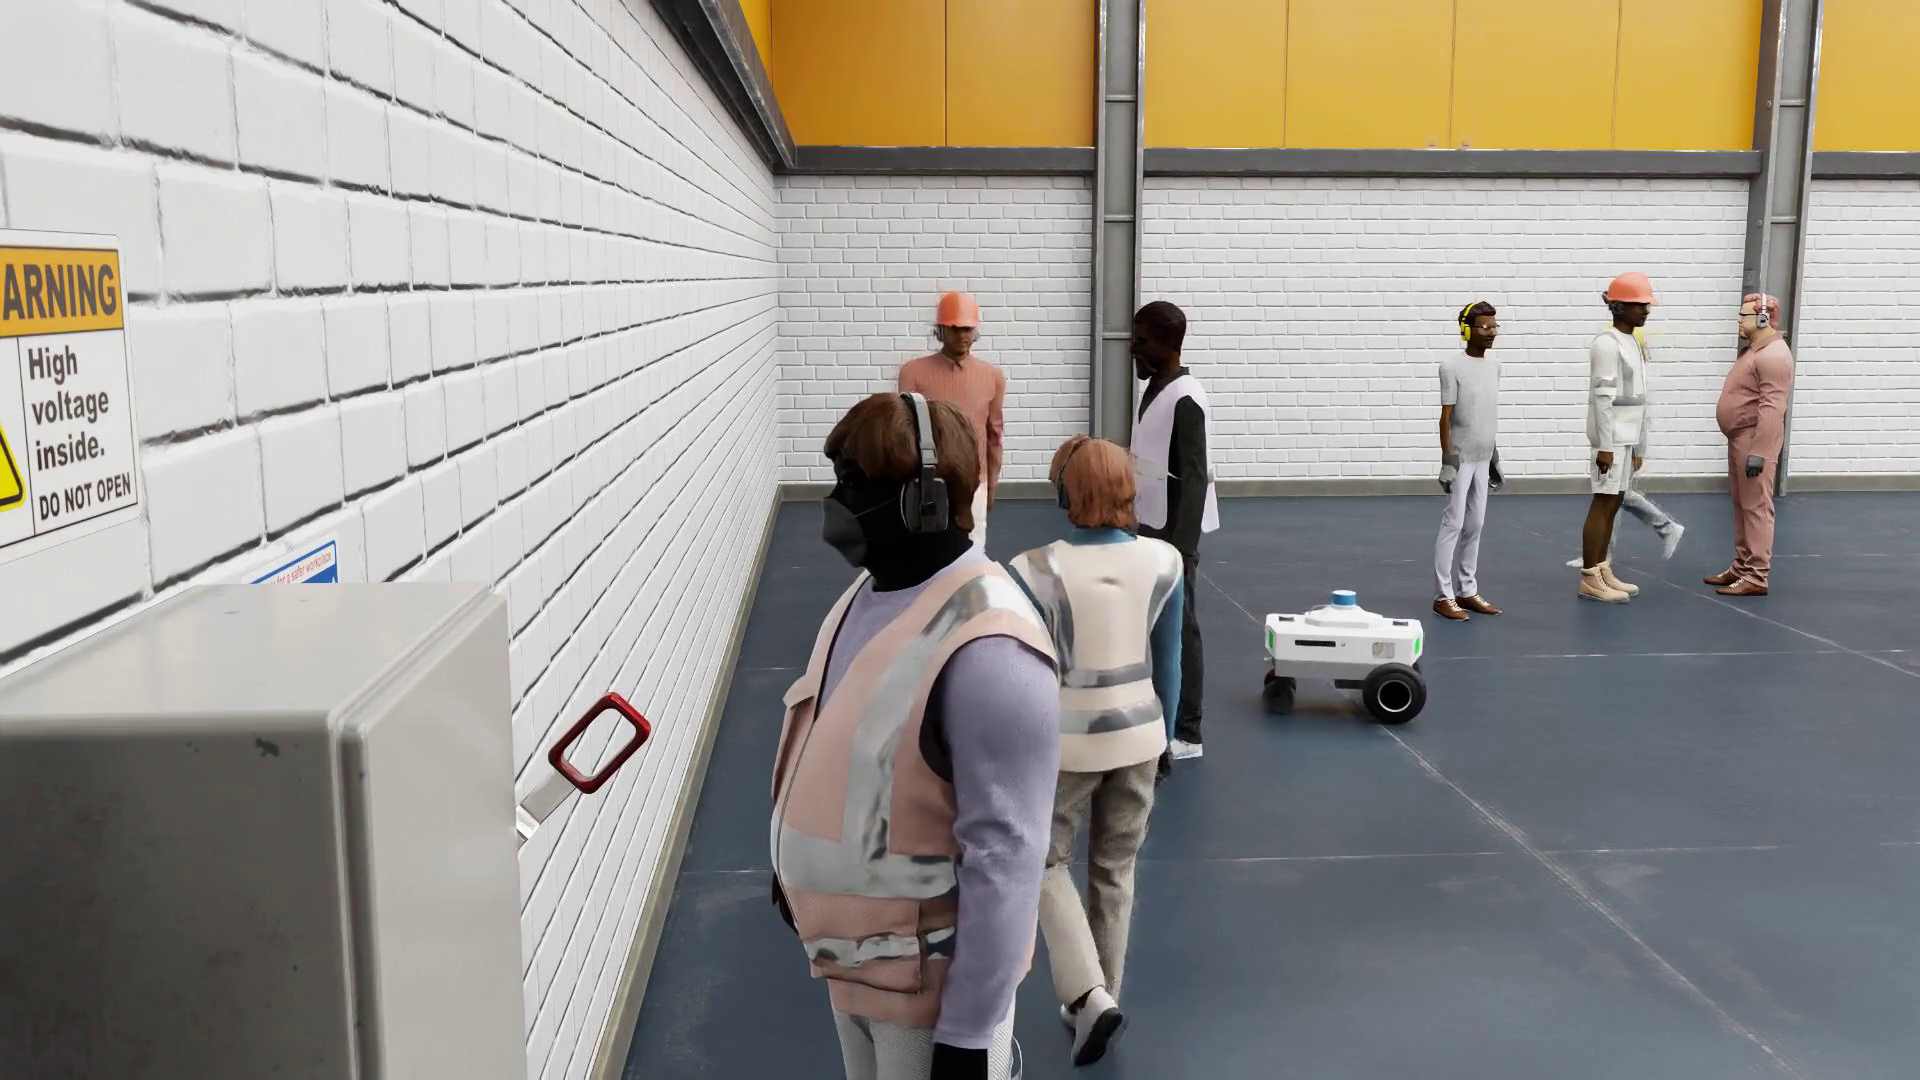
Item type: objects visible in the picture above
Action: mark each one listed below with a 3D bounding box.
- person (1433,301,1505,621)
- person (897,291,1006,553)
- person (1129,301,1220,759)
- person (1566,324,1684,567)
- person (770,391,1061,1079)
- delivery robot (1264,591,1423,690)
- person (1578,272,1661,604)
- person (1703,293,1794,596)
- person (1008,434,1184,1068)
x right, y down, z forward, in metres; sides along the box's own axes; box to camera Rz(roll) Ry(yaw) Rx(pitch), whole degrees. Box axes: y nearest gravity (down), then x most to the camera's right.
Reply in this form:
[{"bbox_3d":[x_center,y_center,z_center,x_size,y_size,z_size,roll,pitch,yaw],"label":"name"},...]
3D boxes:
[{"bbox_3d":[3.022,-0.466,9.818,0.513,1.872,0.328,-6,11,-35],"label":"person"},{"bbox_3d":[-0.060,-0.348,8.870,0.606,1.952,1.057,-1,9,-9],"label":"person"},{"bbox_3d":[0.878,-0.036,6.975,0.374,1.915,0.596,-1,9,-9],"label":"person"},{"bbox_3d":[4.646,-0.652,11.488,0.766,1.714,0.489,0,9,0],"label":"person"},{"bbox_3d":[-0.088,0.681,2.704,0.430,1.845,0.619,-4,10,-21],"label":"person"},{"bbox_3d":[1.771,0.478,7.711,0.707,0.478,0.477,2,9,12],"label":"delivery robot"},{"bbox_3d":[4.097,-0.633,10.327,0.382,2.041,0.616,6,11,34],"label":"person"},{"bbox_3d":[5.006,-0.601,10.554,0.408,1.909,0.642,2,9,13],"label":"person"},{"bbox_3d":[0.355,0.550,4.210,0.518,1.627,0.480,-3,10,-18],"label":"person"}]
